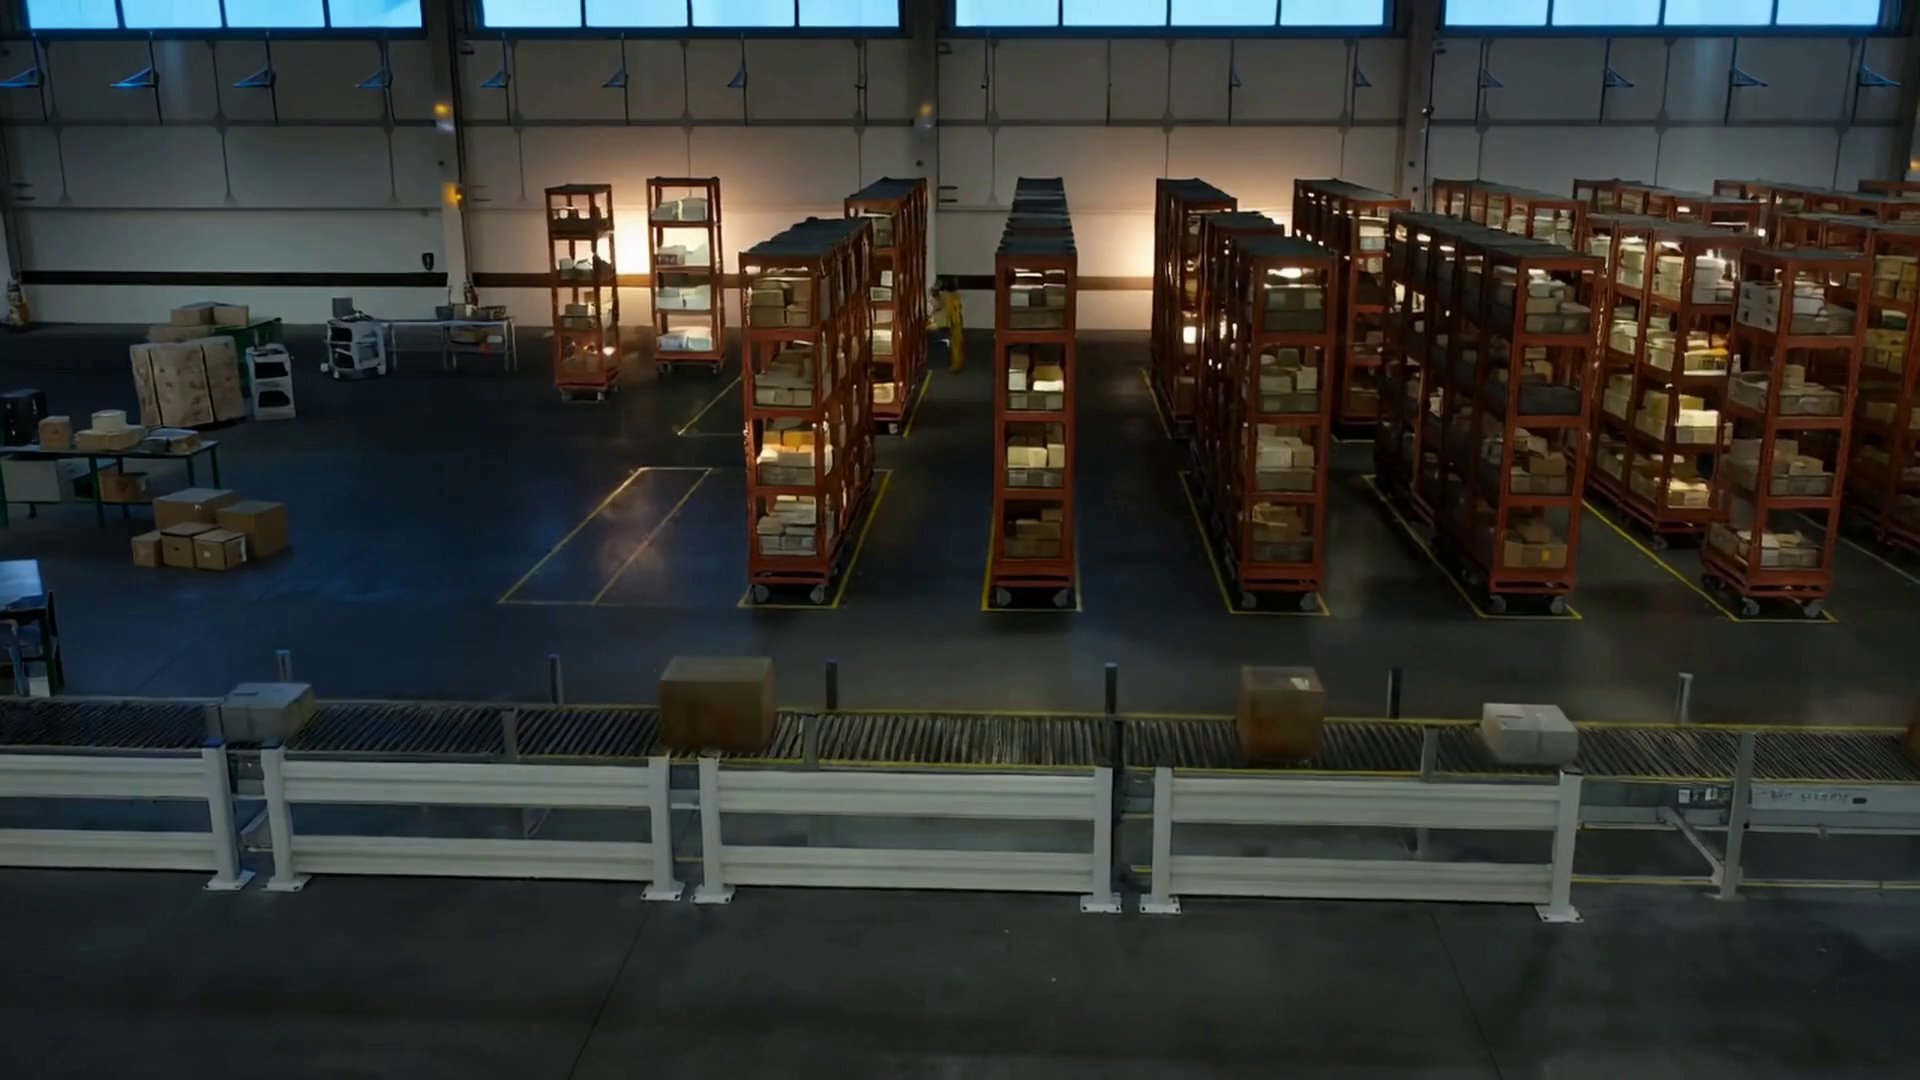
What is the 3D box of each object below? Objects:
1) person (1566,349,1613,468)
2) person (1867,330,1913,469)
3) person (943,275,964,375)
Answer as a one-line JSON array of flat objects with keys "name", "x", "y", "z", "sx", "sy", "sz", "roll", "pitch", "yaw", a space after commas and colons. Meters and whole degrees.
[{"name": "person", "x": 8.790, "y": -1.816, "z": 22.876, "sx": 0.901, "sy": 1.783, "sz": 0.609, "roll": 7, "pitch": 16, "yaw": 24}, {"name": "person", "x": 13.015, "y": -1.948, "z": 23.010, "sx": 0.502, "sy": 1.980, "sz": 0.637, "roll": 7, "pitch": 17, "yaw": 24}, {"name": "person", "x": -0.110, "y": -3.995, "z": 30.869, "sx": 0.374, "sy": 1.843, "sz": 0.574, "roll": -2, "pitch": 15, "yaw": -8}]
